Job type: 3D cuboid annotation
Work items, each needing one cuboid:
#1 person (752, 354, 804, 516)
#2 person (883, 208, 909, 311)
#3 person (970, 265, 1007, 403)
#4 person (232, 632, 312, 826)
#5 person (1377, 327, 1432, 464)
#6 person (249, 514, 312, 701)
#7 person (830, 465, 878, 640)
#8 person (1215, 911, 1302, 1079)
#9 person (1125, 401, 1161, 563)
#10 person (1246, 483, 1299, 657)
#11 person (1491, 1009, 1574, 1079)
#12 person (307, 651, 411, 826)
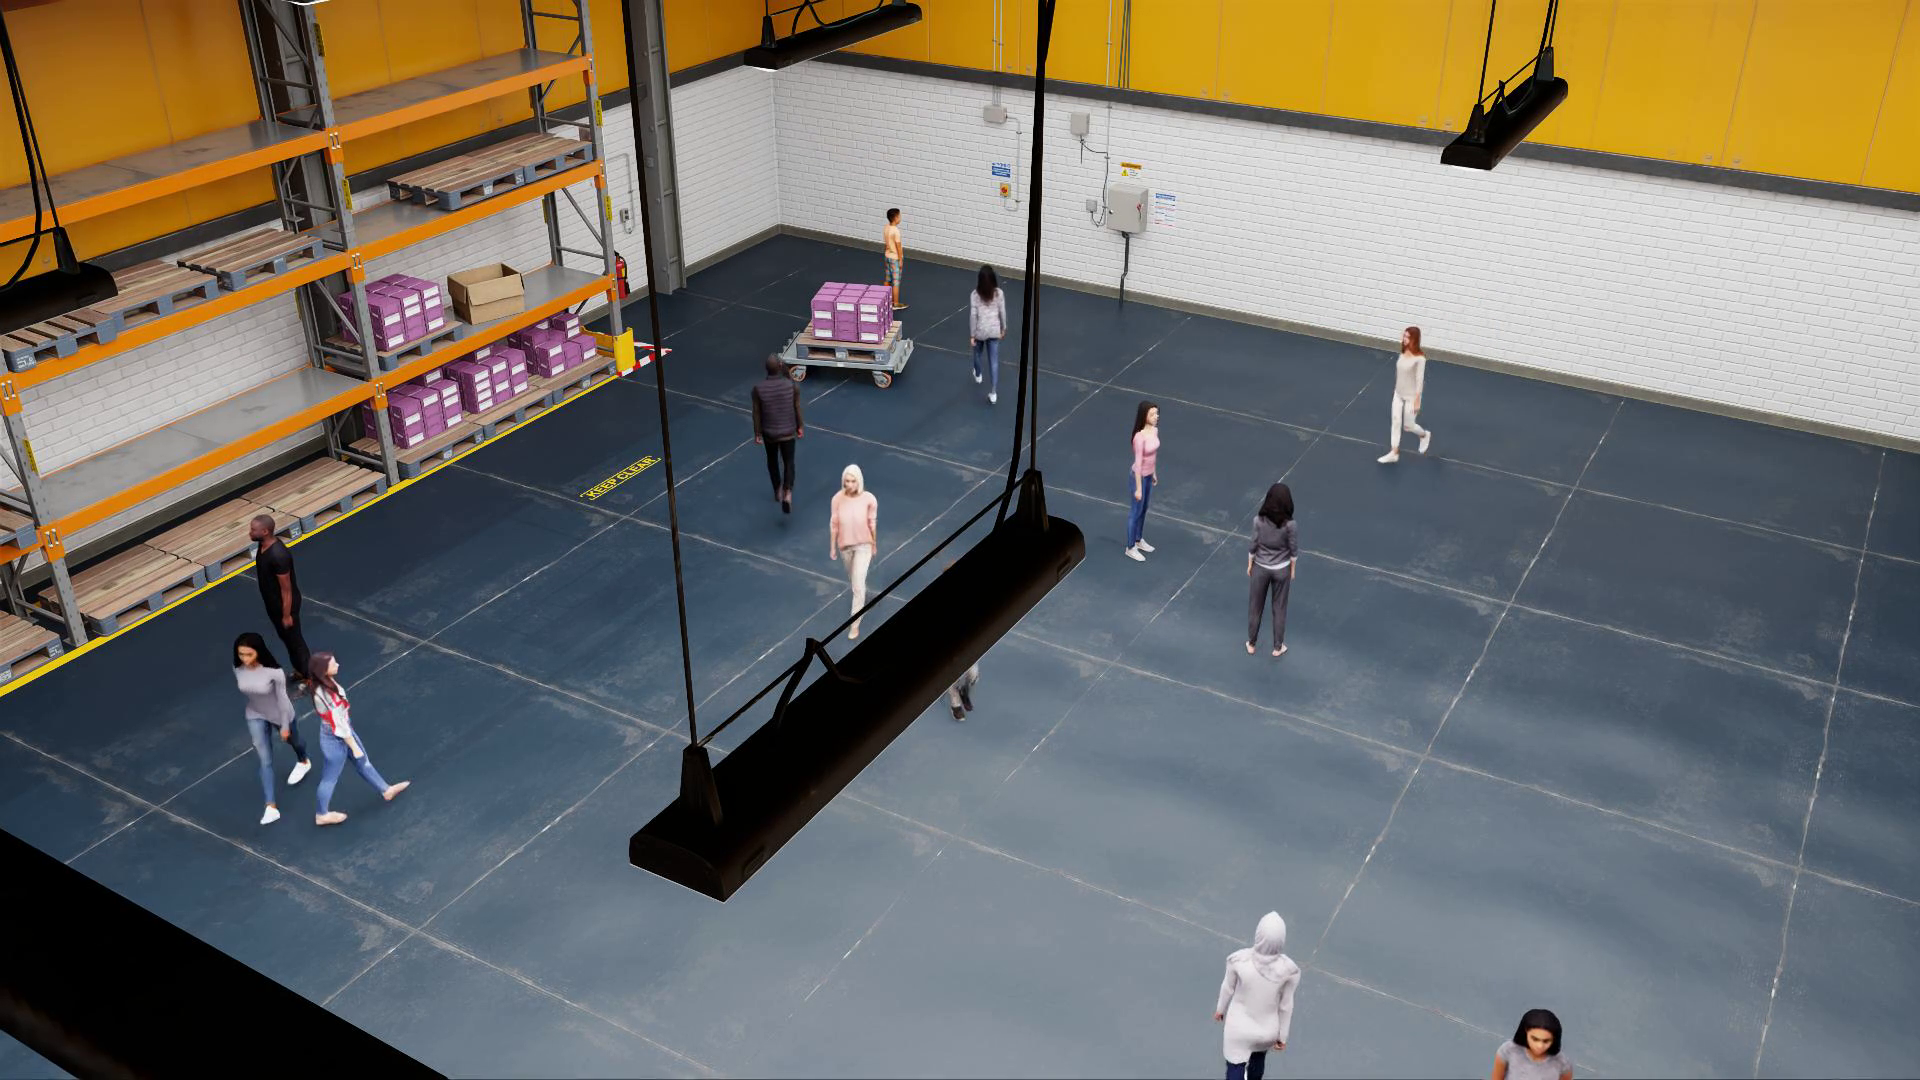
[{"bbox_3d":[-1.969,-1.144,18.154,1.091,1.814,1.208,-4,29,-8],"label":"person"},{"bbox_3d":[-0.958,-4.040,23.834,0.574,1.460,0.577,-21,35,-33],"label":"person"},{"bbox_3d":[0.352,-2.553,20.882,1.101,1.676,1.258,-3,29,-5],"label":"person"},{"bbox_3d":[-5.599,1.418,13.615,0.975,1.664,1.256,4,29,7],"label":"person"},{"bbox_3d":[5.251,-1.678,19.258,1.016,1.696,0.889,-13,31,-22],"label":"person"},{"bbox_3d":[-6.106,0.577,14.995,0.701,1.819,0.743,-20,35,-33],"label":"person"},{"bbox_3d":[-1.007,0.024,16.150,0.910,1.684,1.226,4,29,7],"label":"person"},{"bbox_3d":[1.820,3.117,10.412,0.923,1.748,1.199,3,29,6],"label":"person"},{"bbox_3d":[1.903,-0.647,17.318,0.644,1.742,0.464,18,33,30],"label":"person"},{"bbox_3d":[2.914,0.281,15.595,0.650,1.763,0.597,7,29,13],"label":"person"},{"bbox_3d":[3.318,3.425,9.866,0.832,1.730,1.166,6,29,11],"label":"person"},{"bbox_3d":[-5.091,1.618,13.341,1.105,1.575,0.980,-12,31,-21],"label":"person"}]
